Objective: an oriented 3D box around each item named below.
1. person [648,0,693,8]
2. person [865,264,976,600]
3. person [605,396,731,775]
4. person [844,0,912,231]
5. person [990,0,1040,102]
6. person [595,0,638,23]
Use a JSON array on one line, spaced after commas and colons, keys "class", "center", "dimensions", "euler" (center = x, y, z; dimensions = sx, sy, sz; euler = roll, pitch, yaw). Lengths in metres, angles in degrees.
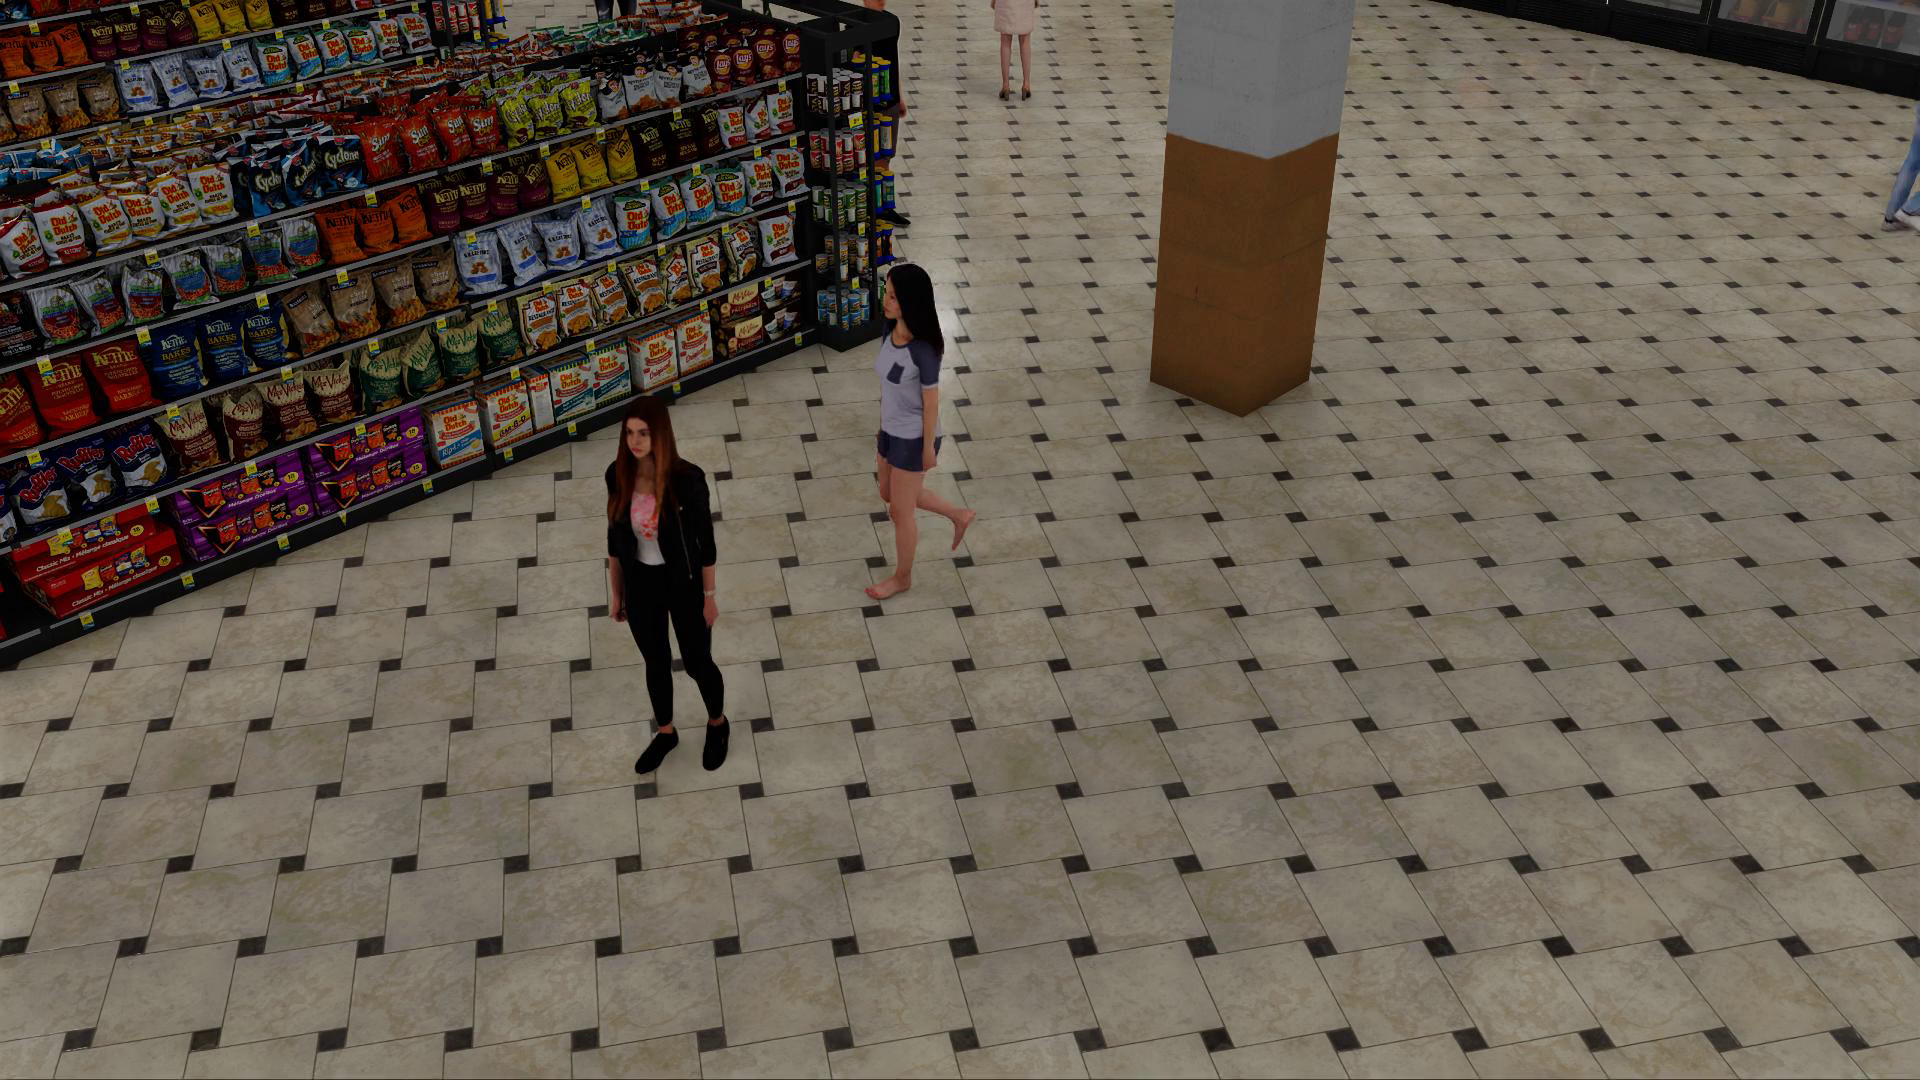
[{"class": "person", "center": [-3.049, -6.163, 16.920], "dimensions": [1.033, 1.696, 0.677], "euler": [-24, 39, -33]}, {"class": "person", "center": [-0.181, -0.519, 7.851], "dimensions": [0.942, 1.695, 0.761], "euler": [-16, 35, -24]}, {"class": "person", "center": [-1.170, 0.169, 6.722], "dimensions": [0.718, 1.719, 0.755], "euler": [9, 33, 14]}, {"class": "person", "center": [-0.617, -3.128, 11.886], "dimensions": [0.730, 1.861, 0.504], "euler": [28, 41, 37]}, {"class": "person", "center": [0.485, -4.751, 14.614], "dimensions": [0.684, 1.735, 0.748], "euler": [-1, 32, -1]}, {"class": "person", "center": [-3.121, -5.075, 14.973], "dimensions": [0.670, 1.905, 0.830], "euler": [-12, 34, -19]}]
